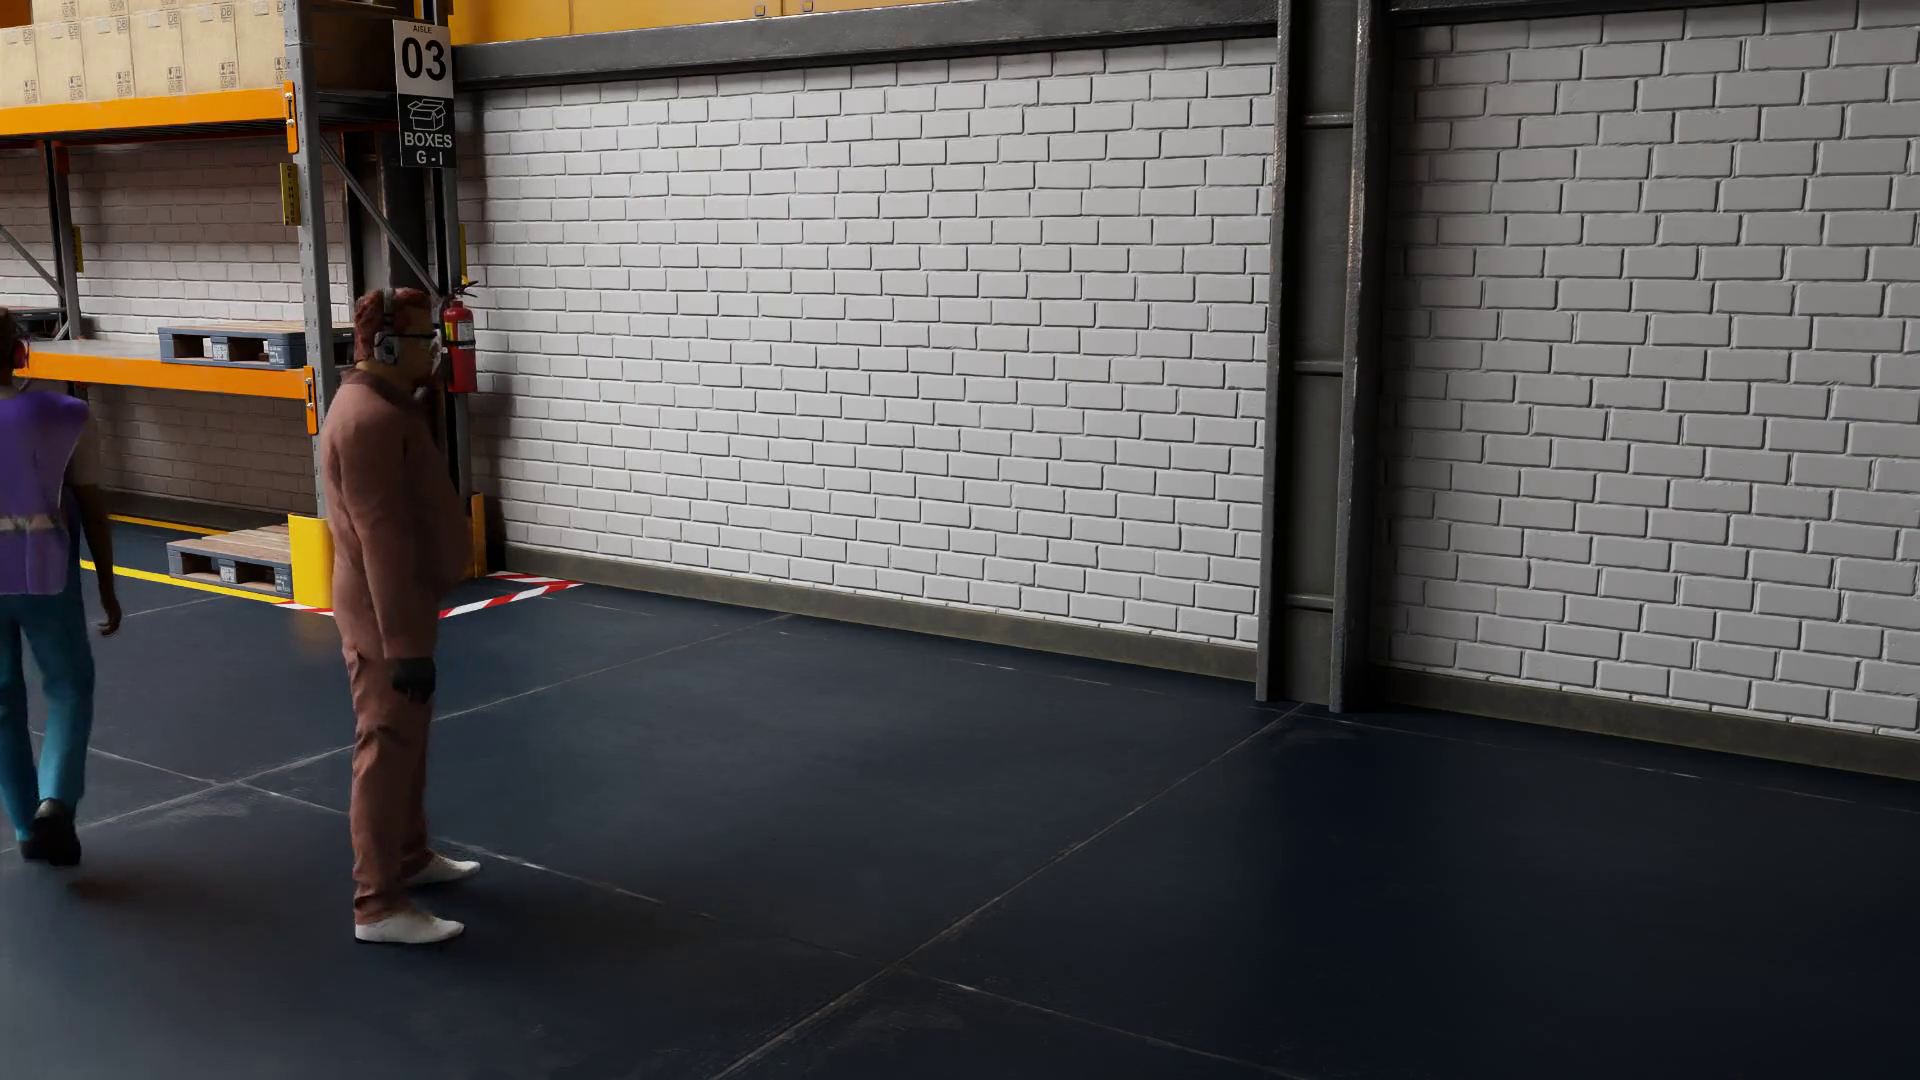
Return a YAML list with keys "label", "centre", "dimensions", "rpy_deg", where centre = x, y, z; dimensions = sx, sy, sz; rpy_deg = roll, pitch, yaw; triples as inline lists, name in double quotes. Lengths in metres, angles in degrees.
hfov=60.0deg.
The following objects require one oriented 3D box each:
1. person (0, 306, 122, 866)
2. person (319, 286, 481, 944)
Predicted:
- label: "person"
  centre: [-2.997, 0.166, 5.279]
  dimensions: [0.589, 1.831, 0.595]
  rpy_deg: [-4, 11, -23]
- label: "person"
  centre: [-1.648, 0.204, 4.911]
  dimensions: [0.403, 1.905, 0.648]
  rpy_deg: [-4, 11, -19]
